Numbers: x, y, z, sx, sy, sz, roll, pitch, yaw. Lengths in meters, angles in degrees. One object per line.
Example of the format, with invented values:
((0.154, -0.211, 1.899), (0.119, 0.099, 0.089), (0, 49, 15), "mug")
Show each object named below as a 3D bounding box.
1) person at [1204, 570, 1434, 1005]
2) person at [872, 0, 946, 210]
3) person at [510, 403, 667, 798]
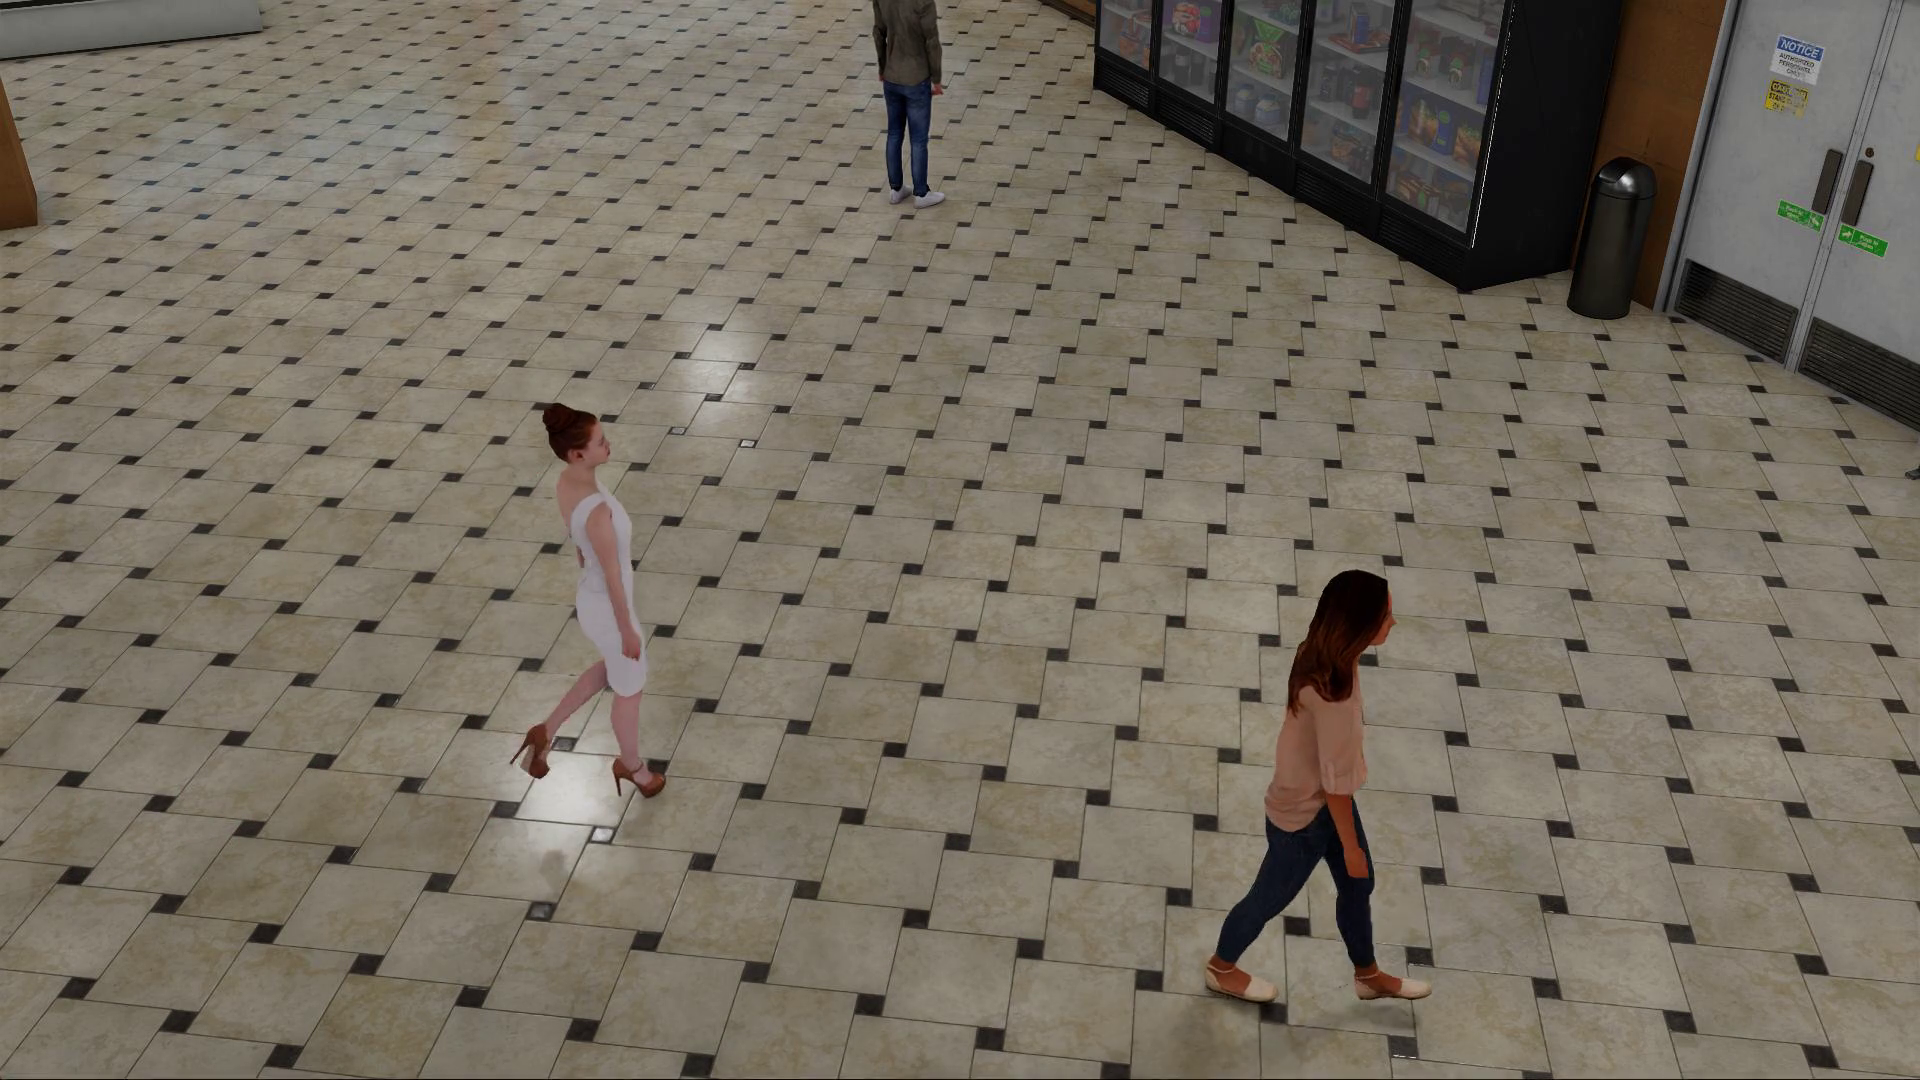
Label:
((1.029, 0.860, 5.346), (1.056, 1.760, 0.987), (11, 34, 17), "person")
((-0.388, -3.316, 11.959), (0.795, 1.864, 0.796), (19, 37, 28), "person")
((-1.410, 0.305, 6.219), (0.811, 1.779, 0.592), (-12, 34, -18), "person")
